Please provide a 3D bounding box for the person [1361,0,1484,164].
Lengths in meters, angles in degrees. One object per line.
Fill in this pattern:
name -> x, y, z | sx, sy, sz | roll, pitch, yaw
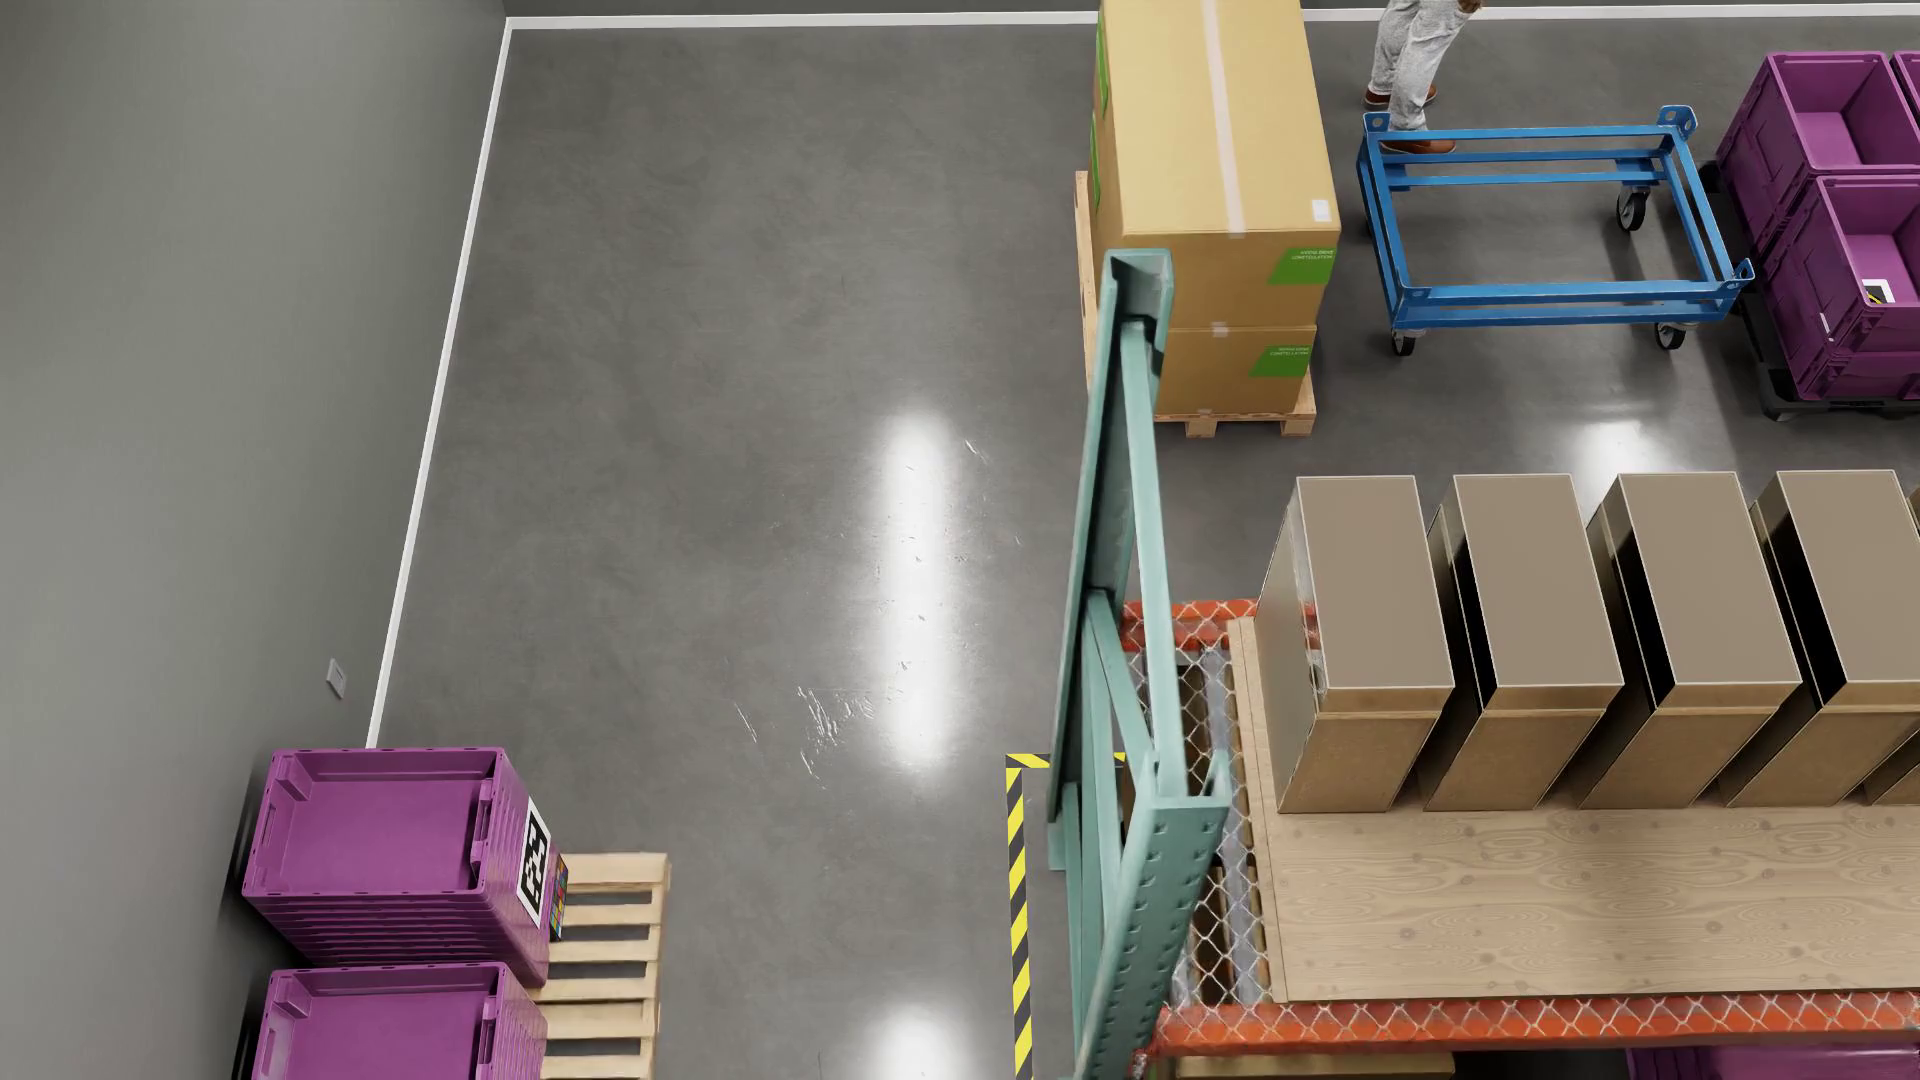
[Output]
person -> 1.825, -2.233, 6.071 | 0.363, 1.939, 0.636 | -3, 58, -2
